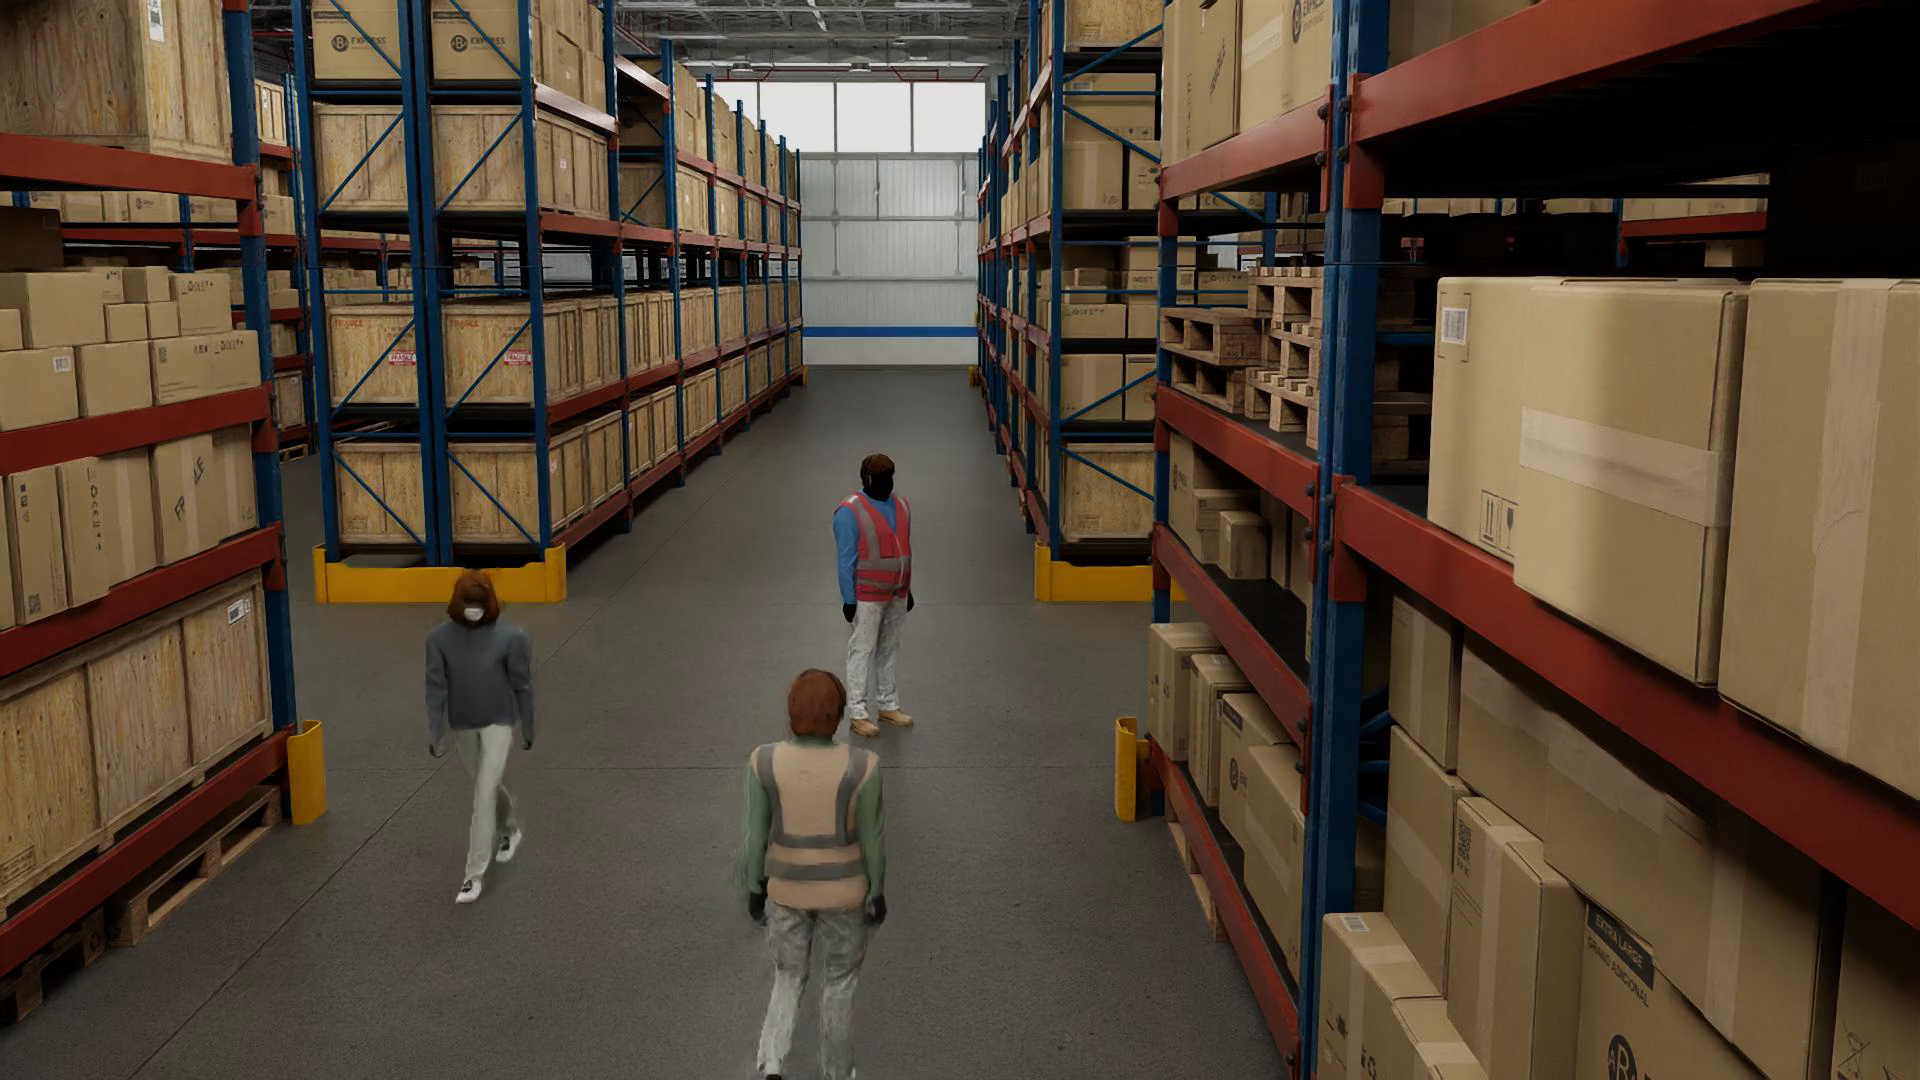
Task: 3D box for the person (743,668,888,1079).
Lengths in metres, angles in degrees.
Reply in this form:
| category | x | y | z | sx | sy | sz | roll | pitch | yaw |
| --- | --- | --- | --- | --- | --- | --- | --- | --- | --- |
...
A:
| category | x | y | z | sx | sy | sz | roll | pitch | yaw |
| --- | --- | --- | --- | --- | --- | --- | --- | --- | --- |
| person | -0.521 | 1.272 | 5.910 | 0.515 | 1.621 | 0.516 | 2 | 9 | 10 |

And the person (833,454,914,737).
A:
| category | x | y | z | sx | sy | sz | roll | pitch | yaw |
| --- | --- | --- | --- | --- | --- | --- | --- | --- | --- |
| person | -0.529 | 0.350 | 10.887 | 0.429 | 1.842 | 0.637 | 8 | 12 | 41 |

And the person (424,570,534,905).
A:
| category | x | y | z | sx | sy | sz | roll | pitch | yaw |
| --- | --- | --- | --- | --- | --- | --- | --- | --- | --- |
| person | -2.364 | 0.915 | 8.220 | 0.491 | 1.583 | 0.885 | 1 | 9 | 5 |
